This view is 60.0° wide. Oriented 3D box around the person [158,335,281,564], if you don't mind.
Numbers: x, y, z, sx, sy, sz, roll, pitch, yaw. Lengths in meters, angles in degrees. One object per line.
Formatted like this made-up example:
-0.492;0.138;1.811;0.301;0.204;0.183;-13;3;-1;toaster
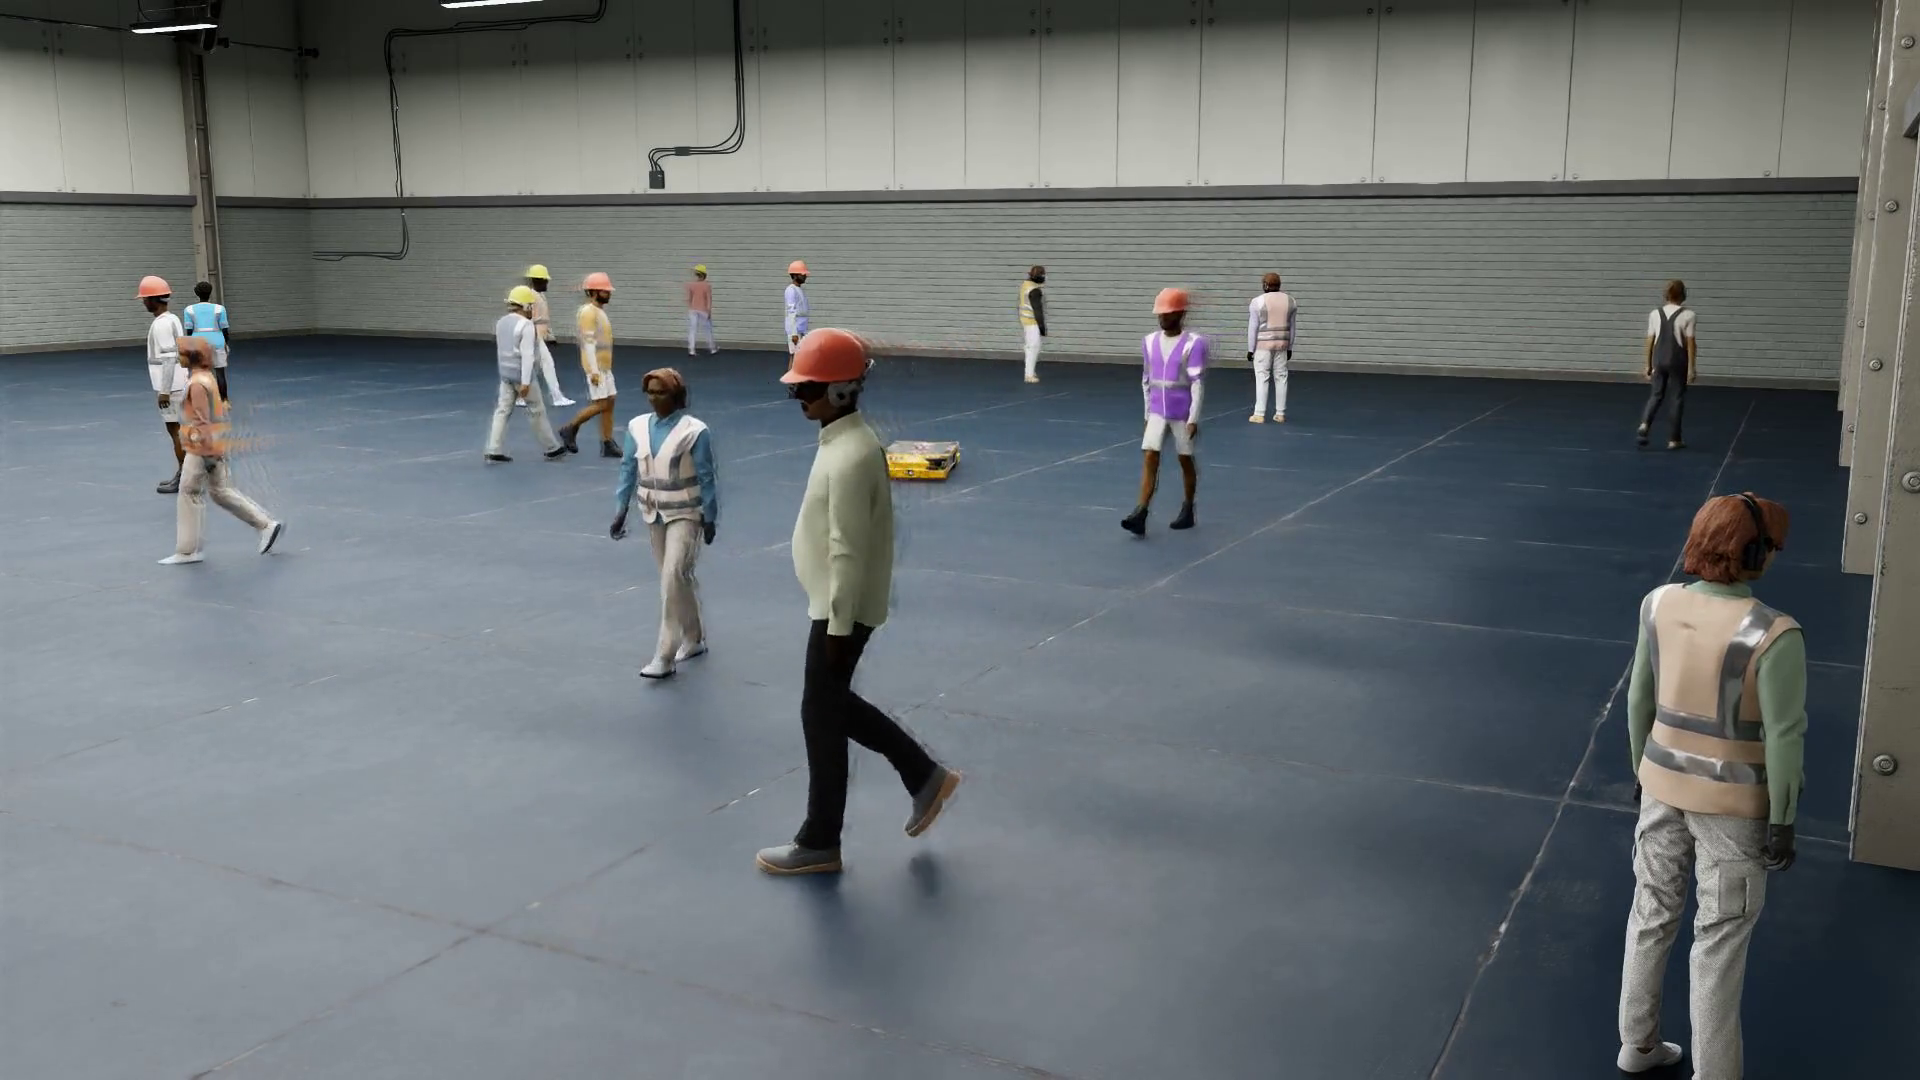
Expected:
-5.255;-0.640;11.695;0.747;1.614;0.519;-3;11;-15;person

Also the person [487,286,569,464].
-4.436;-1.662;16.812;0.599;1.789;0.917;8;13;36;person

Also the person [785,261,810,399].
-2.276;-2.951;23.417;0.354;1.939;0.544;1;10;6;person

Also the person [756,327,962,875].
-0.379;0.230;5.948;0.671;1.979;0.631;-1;10;-3;person

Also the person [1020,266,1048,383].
1.173;-3.389;26.167;0.431;1.815;0.674;-1;10;-7;person

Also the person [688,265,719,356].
-4.952;-4.387;31.848;0.534;1.720;0.877;3;11;14;person

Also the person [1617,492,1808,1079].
1.973;0.689;4.383;0.310;1.638;0.523;-5;11;-24;person

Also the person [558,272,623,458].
-3.769;-1.792;17.138;0.636;1.926;0.557;1;10;7;person

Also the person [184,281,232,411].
-9.826;-2.524;21.748;0.535;1.697;0.318;-4;11;-20;person

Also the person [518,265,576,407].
-5.528;-2.707;22.198;0.890;1.888;0.599;-1;10;-5;person

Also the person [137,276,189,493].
-7.102;-1.383;14.877;0.376;1.934;0.548;-3;11;-17;person

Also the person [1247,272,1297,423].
3.810;-2.359;20.450;0.625;1.845;0.429;-3;11;-15;person

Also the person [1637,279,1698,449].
7.619;-1.872;17.819;0.647;1.831;0.534;-9;14;-42;person

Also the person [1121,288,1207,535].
1.588;-0.971;12.751;0.572;1.884;0.972;7;12;34;person

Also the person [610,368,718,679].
-1.578;-0.091;8.734;0.527;1.603;0.807;6;12;29;person

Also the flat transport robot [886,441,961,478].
-0.388;-0.797;16.217;0.652;0.197;1.431;1;10;6;flat transport robot
